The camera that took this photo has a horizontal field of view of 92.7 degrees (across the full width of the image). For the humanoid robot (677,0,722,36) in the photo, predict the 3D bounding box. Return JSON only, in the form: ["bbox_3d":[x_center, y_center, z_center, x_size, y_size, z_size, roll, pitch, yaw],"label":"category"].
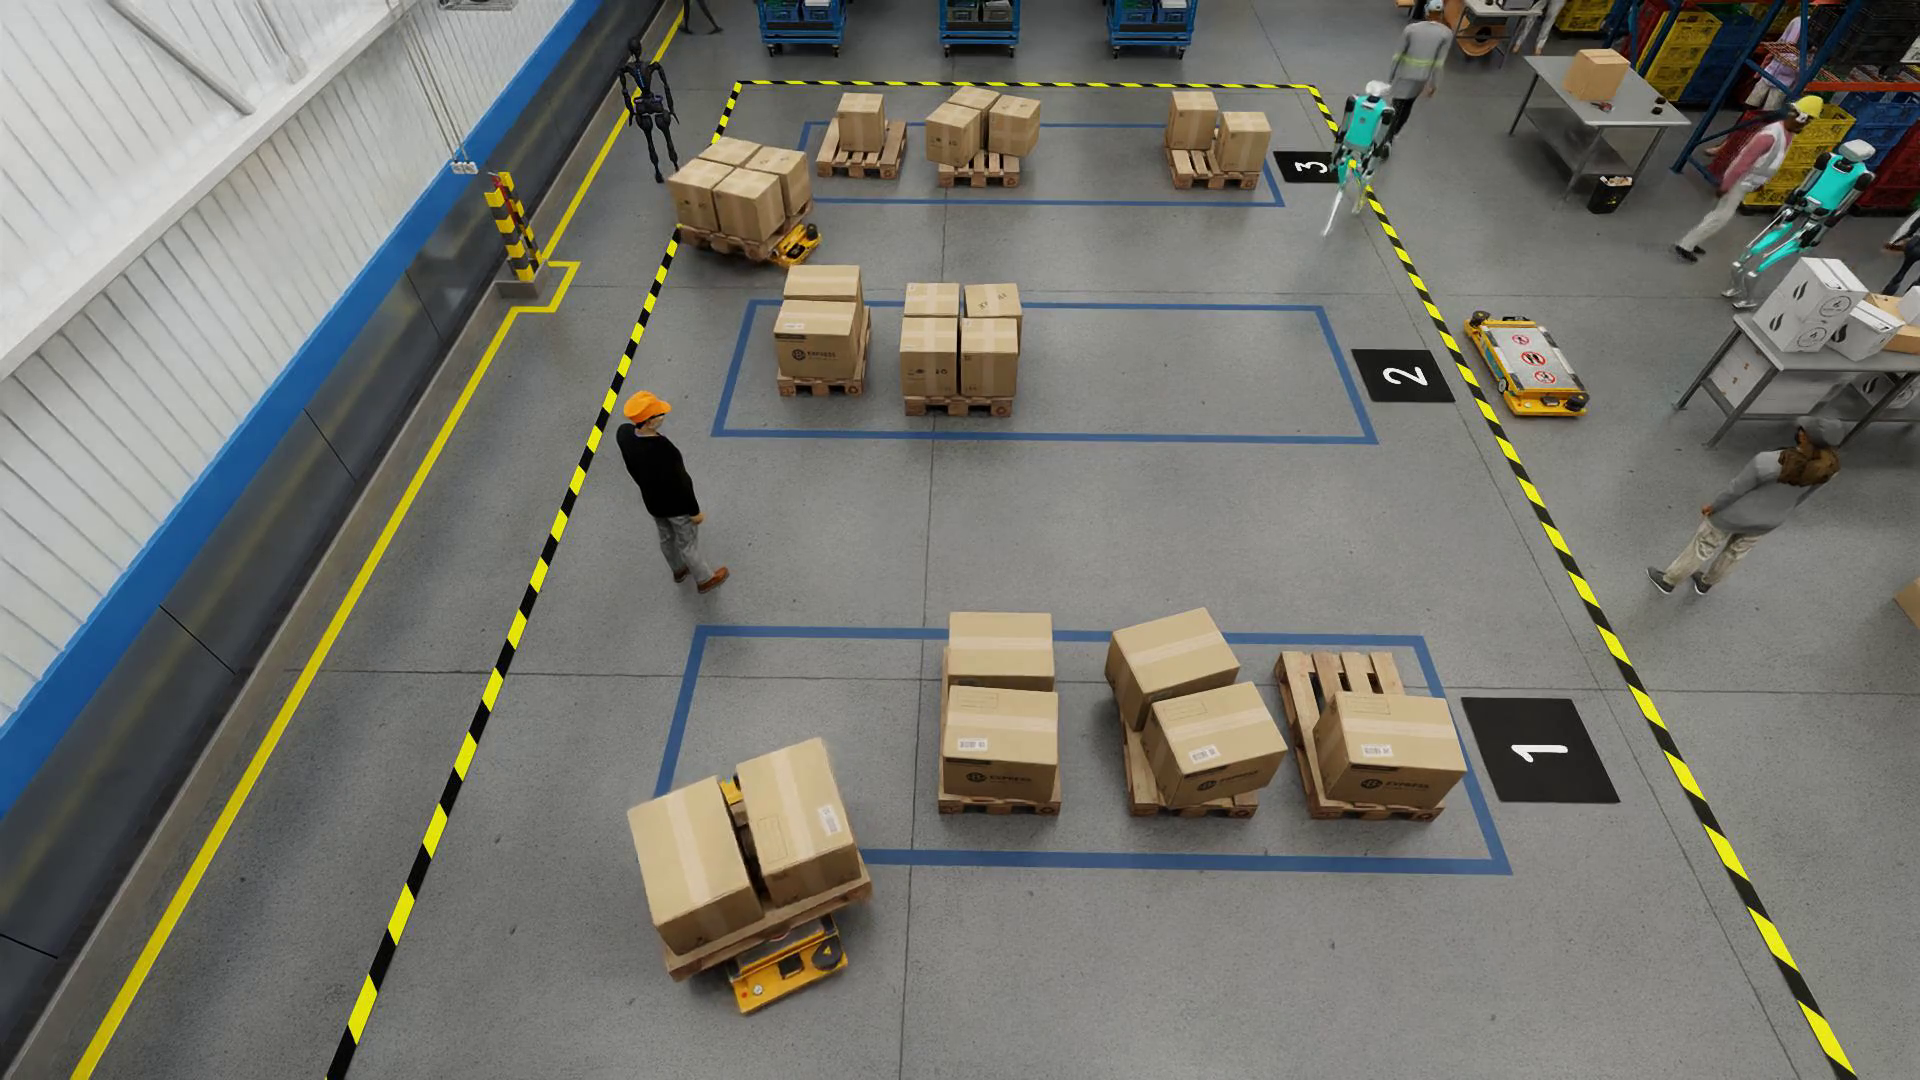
[{"bbox_3d":[-4.190,-8.694,14.156,0.713,1.622,0.615,7,49,6],"label":"humanoid robot"}]

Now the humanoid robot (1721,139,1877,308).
[{"bbox_3d":[8.273,-3.105,9.188,0.694,1.711,0.532,-15,51,-13],"label":"humanoid robot"}]

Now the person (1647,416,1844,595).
[{"bbox_3d":[5.785,-0.204,6.716,0.565,1.769,0.396,3,49,3],"label":"person"}]

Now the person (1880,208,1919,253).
[{"bbox_3d":[10.904,-3.846,9.811,0.673,1.855,0.707,6,49,5],"label":"person"}]

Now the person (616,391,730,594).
[{"bbox_3d":[-2.132,-0.320,6.746,0.586,1.878,0.394,26,54,21],"label":"person"}]

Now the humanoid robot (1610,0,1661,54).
[{"bbox_3d":[10.058,-7.935,13.440,0.863,1.791,0.534,15,51,13],"label":"humanoid robot"}]

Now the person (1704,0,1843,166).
[{"bbox_3d":[10.036,-5.645,11.245,0.367,2.048,0.606,-14,51,-12],"label":"person"}]

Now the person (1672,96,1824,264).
[{"bbox_3d":[8.477,-3.868,9.876,0.632,1.787,0.464,-28,55,-22],"label":"person"}]

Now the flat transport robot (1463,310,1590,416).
[{"bbox_3d":[5.573,-1.757,9.054,0.659,0.231,1.431,1,49,1],"label":"flat transport robot"}]

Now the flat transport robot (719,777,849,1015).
[{"bbox_3d":[-1.255,2.084,5.711,0.652,0.197,1.431,-19,52,-16],"label":"flat transport robot"}]

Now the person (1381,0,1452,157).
[{"bbox_3d":[5.716,-5.823,11.558,0.628,1.810,0.861,10,50,8],"label":"person"}]

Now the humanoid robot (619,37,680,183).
[{"bbox_3d":[-3.738,-5.179,11.073,0.599,1.659,0.315,-7,49,-6],"label":"humanoid robot"}]

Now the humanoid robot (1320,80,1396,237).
[{"bbox_3d":[4.562,-4.361,10.361,0.547,1.793,0.913,33,57,25],"label":"humanoid robot"}]

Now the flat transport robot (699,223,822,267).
[{"bbox_3d":[-2.391,-3.528,10.569,1.431,0.197,0.652,17,51,14],"label":"flat transport robot"}]

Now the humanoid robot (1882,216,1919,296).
[{"bbox_3d":[9.813,-2.994,9.200,0.430,1.643,0.591,-36,58,-27],"label":"humanoid robot"}]

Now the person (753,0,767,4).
[{"bbox_3d":[-3.360,-9.877,14.978,0.371,1.940,0.627,0,49,0],"label":"person"}]

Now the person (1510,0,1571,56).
[{"bbox_3d":[8.822,-8.184,13.581,0.629,1.840,0.429,19,52,15],"label":"person"}]
